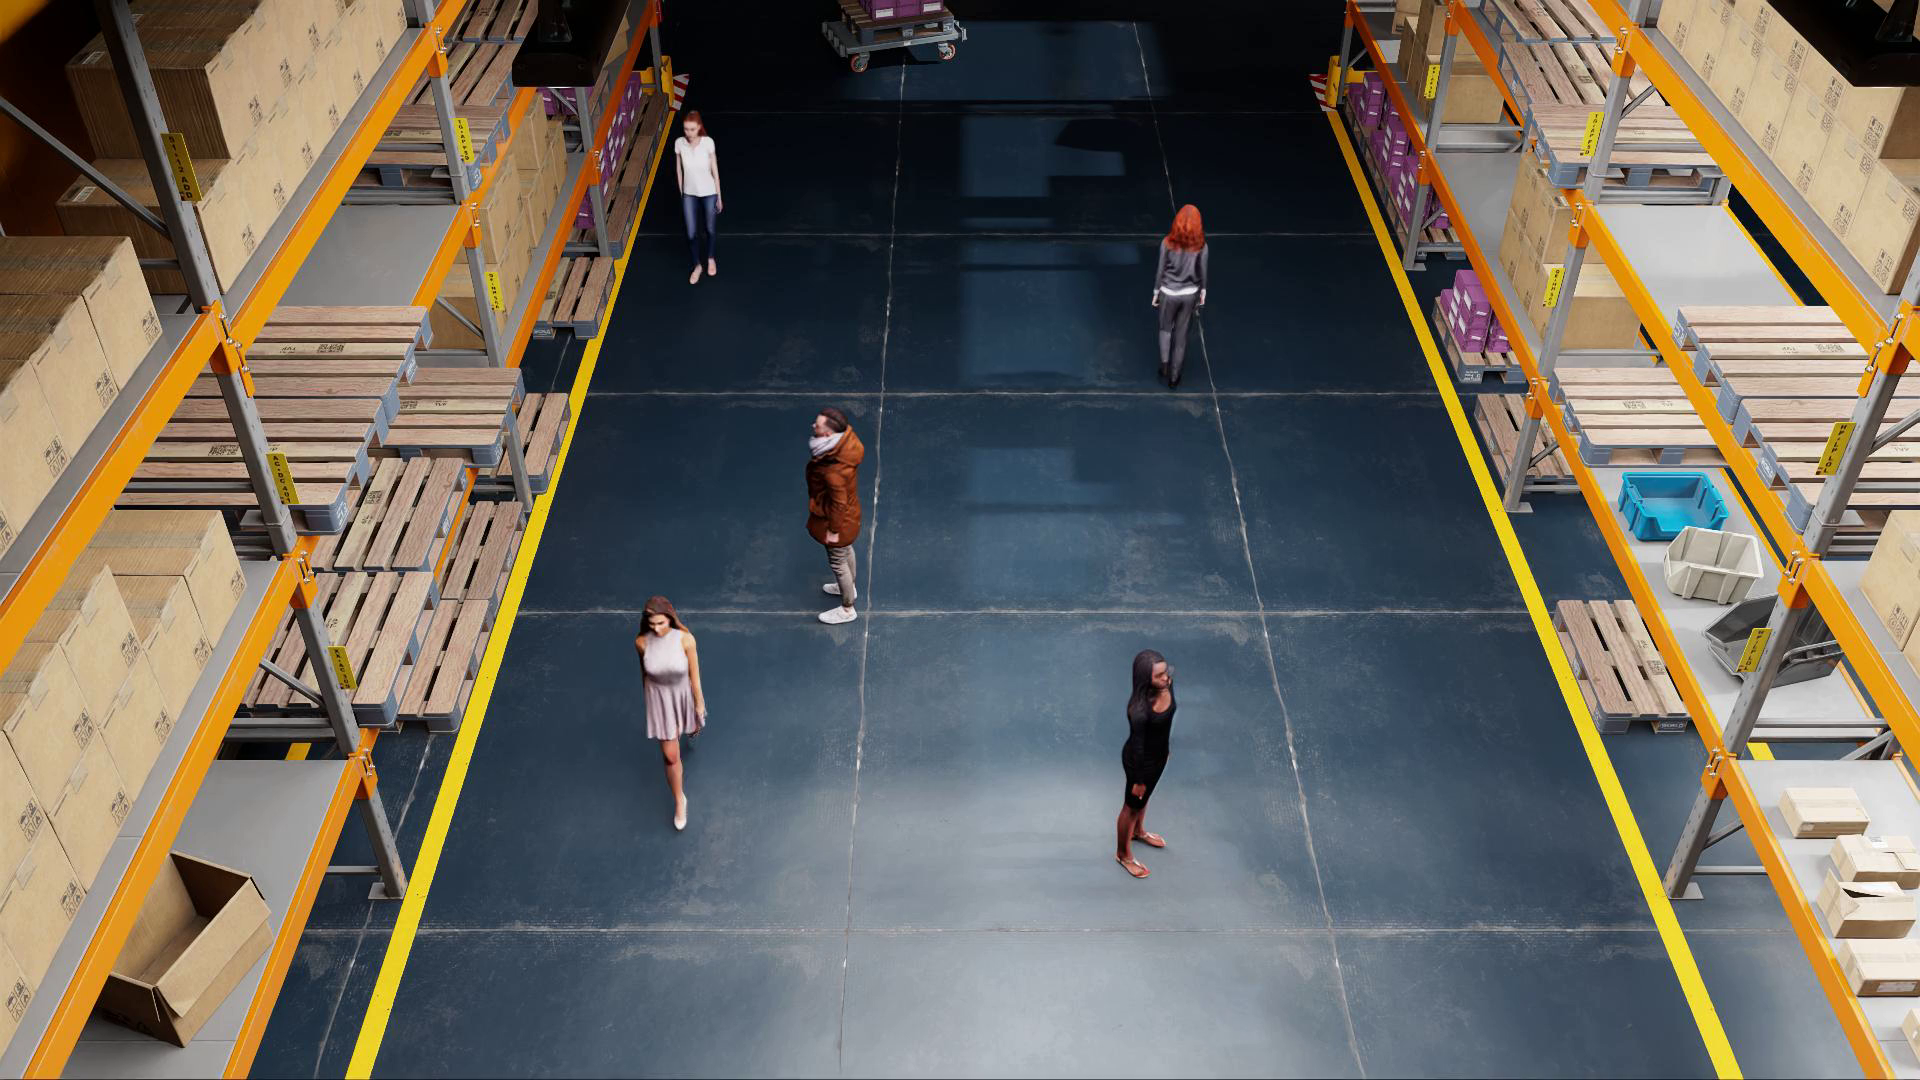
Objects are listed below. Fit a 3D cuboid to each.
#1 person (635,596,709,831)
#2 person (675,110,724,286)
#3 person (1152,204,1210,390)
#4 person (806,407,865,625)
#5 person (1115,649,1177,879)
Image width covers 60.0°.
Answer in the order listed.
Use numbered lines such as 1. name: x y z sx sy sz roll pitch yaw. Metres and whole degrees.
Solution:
1. person: -1.825 0.991 10.721 0.550 1.739 1.096 -1 39 -1
2. person: -2.517 -3.394 16.227 0.597 1.721 0.701 -3 39 -4
3. person: 1.905 -2.071 14.536 0.643 1.764 0.598 5 39 6
4. person: -0.886 -0.195 12.127 0.778 1.838 0.639 3 39 4
5. person: 1.149 1.354 10.282 0.747 1.720 0.619 19 42 22
